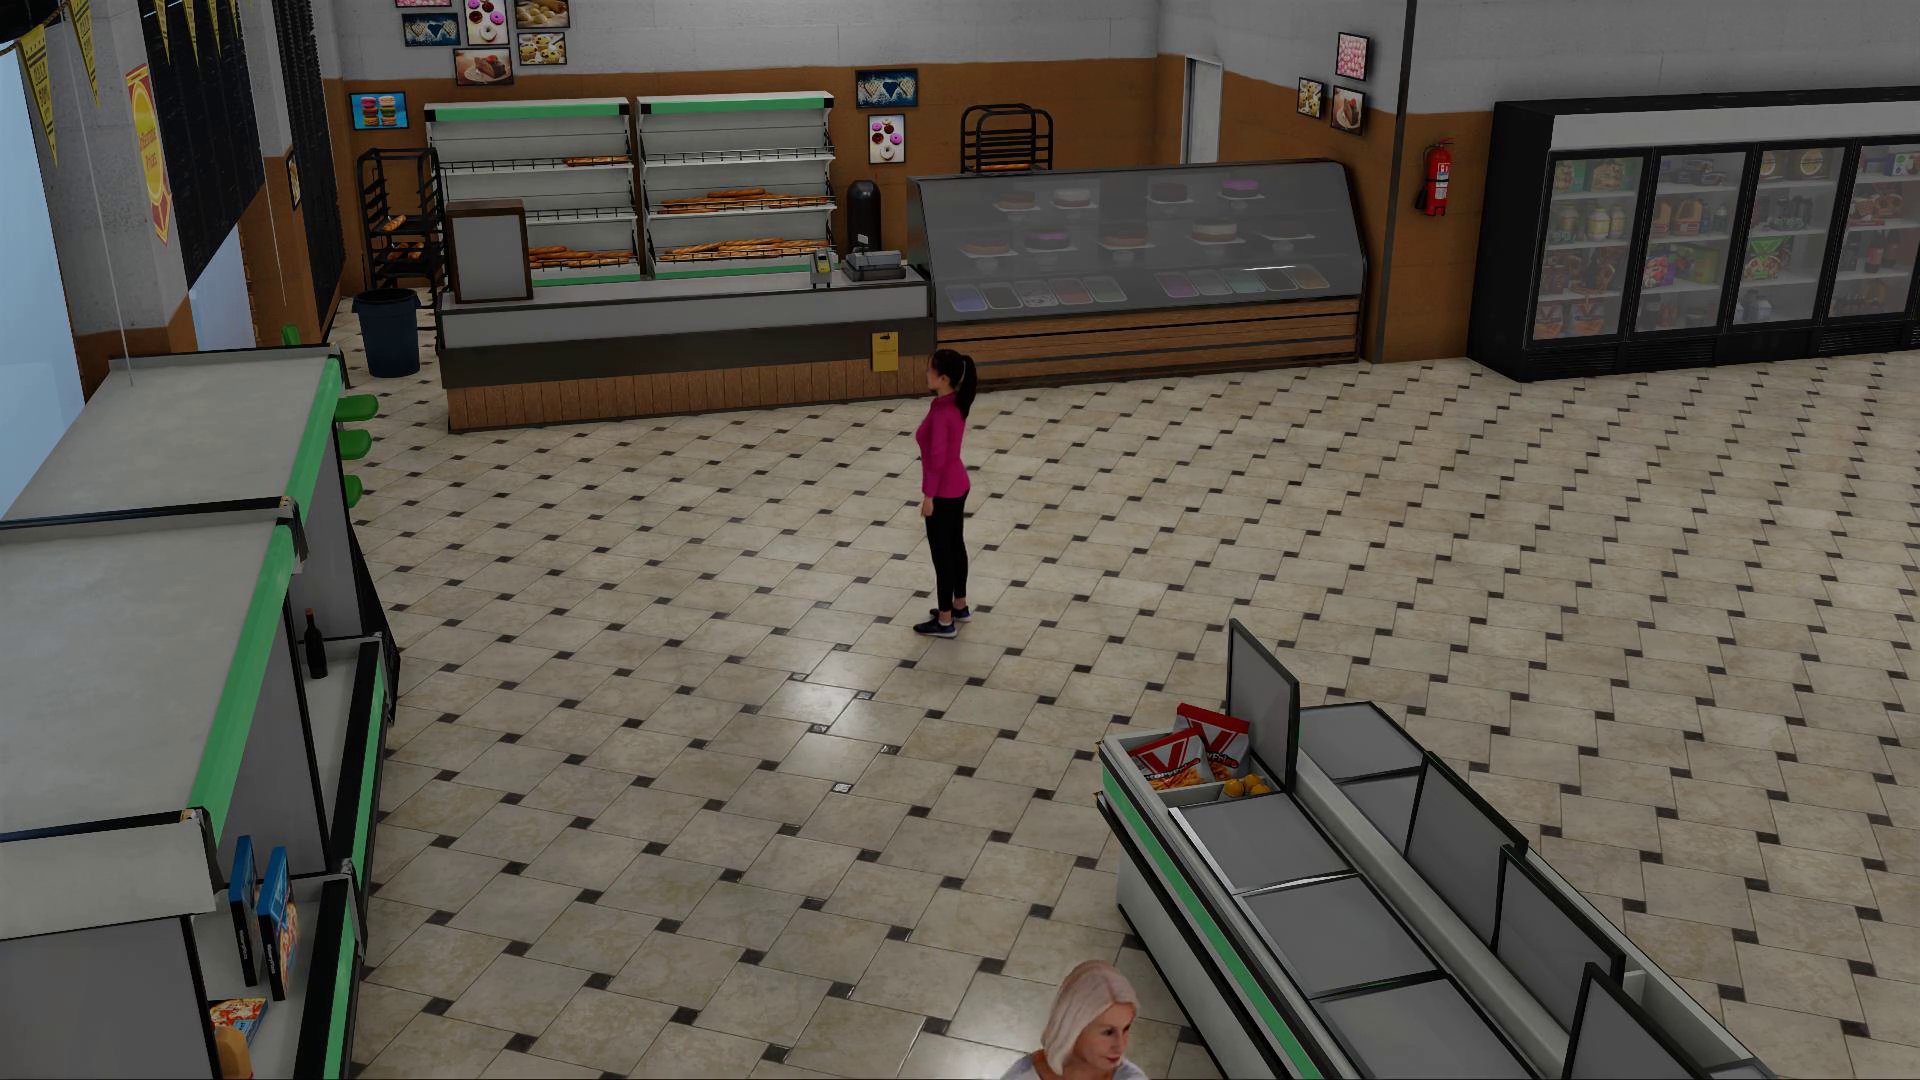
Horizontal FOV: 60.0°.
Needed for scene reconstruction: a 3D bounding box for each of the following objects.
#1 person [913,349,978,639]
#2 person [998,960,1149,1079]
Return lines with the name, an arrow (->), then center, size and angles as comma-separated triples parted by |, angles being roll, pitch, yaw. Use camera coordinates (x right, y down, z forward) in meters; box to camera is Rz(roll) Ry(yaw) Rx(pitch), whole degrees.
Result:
person -> -0.054, -0.282, 9.588 | 0.736, 1.700, 0.646 | 5, 22, 13
person -> 0.225, 1.797, 4.380 | 0.615, 1.726, 0.649 | -4, 22, -9
